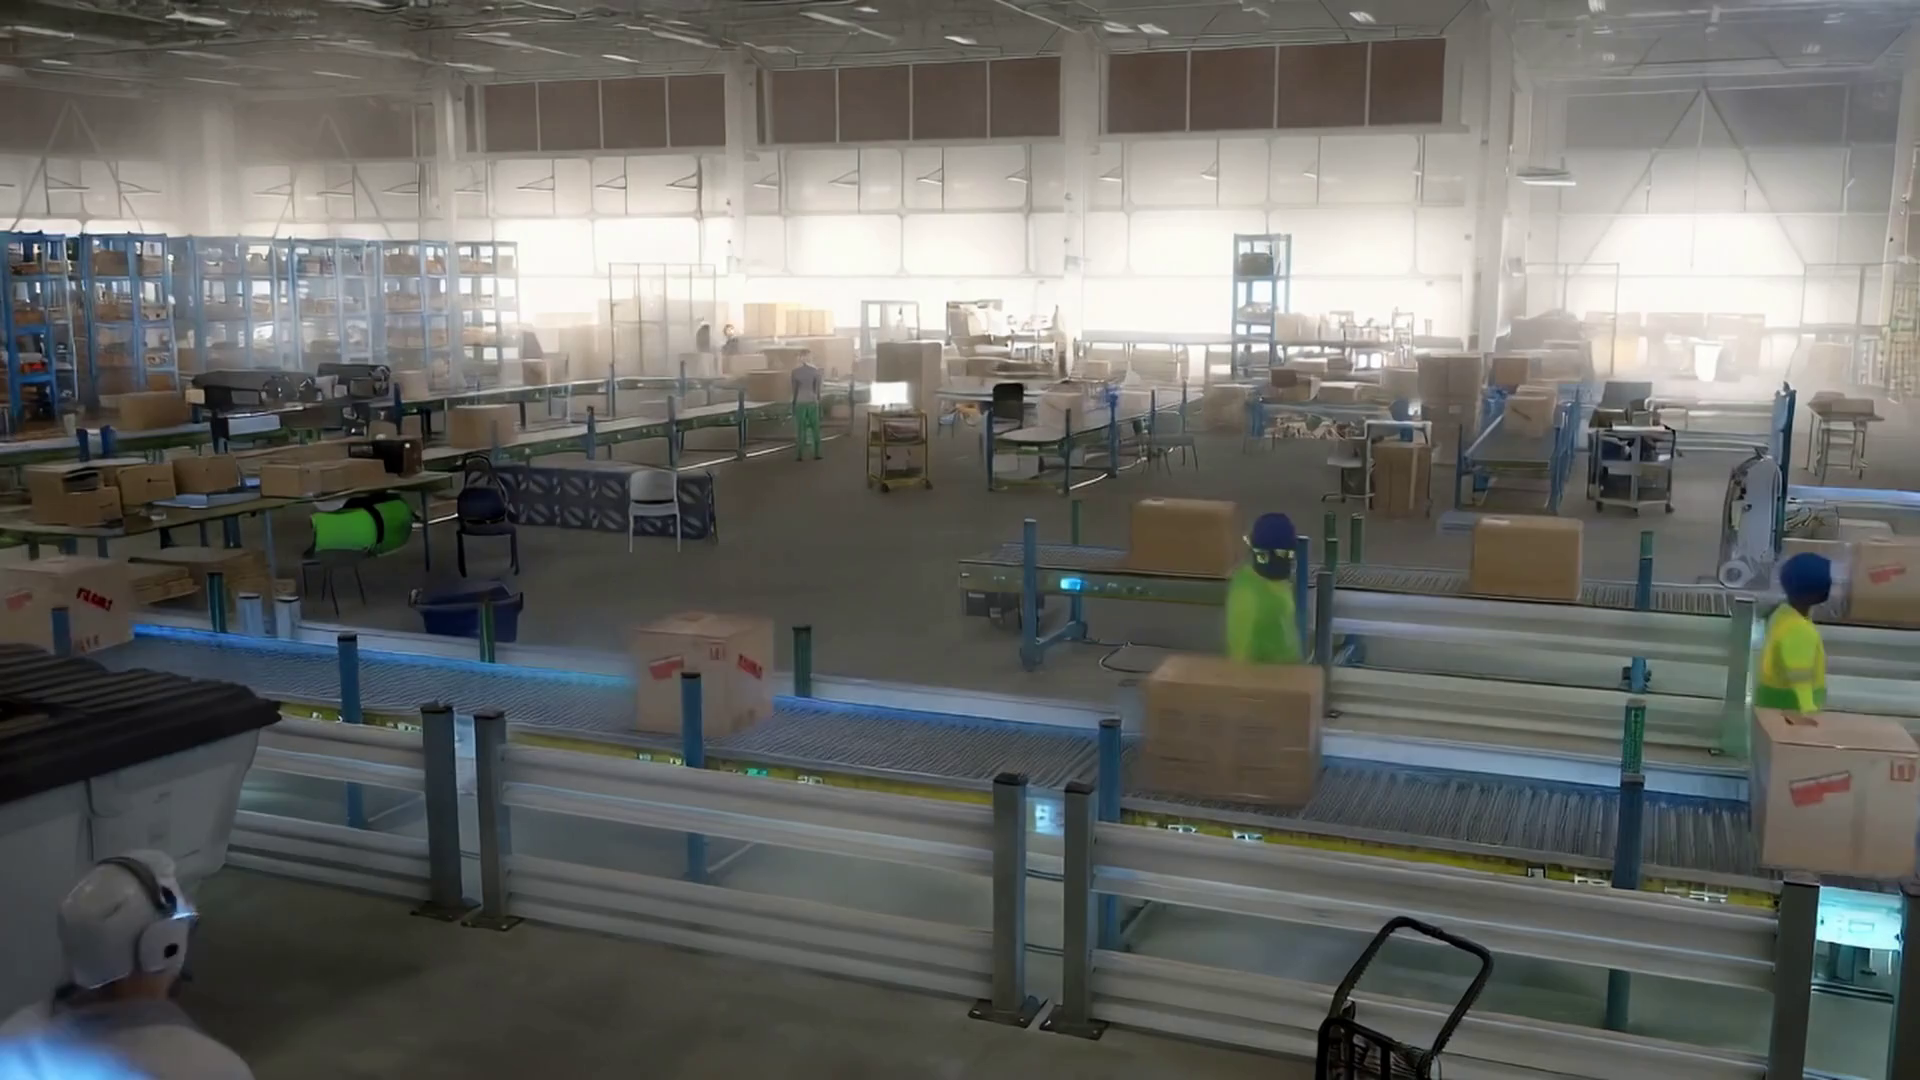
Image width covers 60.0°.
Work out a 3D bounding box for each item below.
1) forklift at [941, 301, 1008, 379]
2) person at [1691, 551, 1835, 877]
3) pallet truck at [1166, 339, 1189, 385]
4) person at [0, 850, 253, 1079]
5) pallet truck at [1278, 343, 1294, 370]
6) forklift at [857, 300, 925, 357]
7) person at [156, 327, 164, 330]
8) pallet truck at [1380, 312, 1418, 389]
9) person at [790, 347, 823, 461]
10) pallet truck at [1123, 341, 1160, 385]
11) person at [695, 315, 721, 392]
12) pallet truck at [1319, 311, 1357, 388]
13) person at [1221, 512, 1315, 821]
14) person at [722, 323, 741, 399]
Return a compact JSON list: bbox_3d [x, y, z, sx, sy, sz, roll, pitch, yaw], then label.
[{"bbox_3d":[0.365,-4.966,41.571,1.157,1.987,2.680,3,10,20],"label":"forklift"},{"bbox_3d":[4.089,0.867,8.212,0.887,1.649,0.543,4,10,24],"label":"person"},{"bbox_3d":[5.418,-4.269,40.420,0.704,1.261,1.522,3,10,20],"label":"pallet truck"},{"bbox_3d":[-1.606,1.547,3.347,0.658,1.888,0.543,4,10,22],"label":"person"},{"bbox_3d":[7.886,-4.163,39.743,0.653,1.274,1.630,4,10,22],"label":"pallet truck"},{"bbox_3d":[-1.732,-5.109,42.468,1.157,1.987,2.680,4,10,22],"label":"forklift"},{"bbox_3d":[-17.916,-4.023,37.308,0.571,1.832,0.398,-5,11,-29],"label":"person"},{"bbox_3d":[10.207,-4.283,38.369,0.823,1.965,1.885,3,10,20],"label":"pallet truck"},{"bbox_3d":[-2.396,-2.116,25.942,0.524,1.768,0.311,-3,10,-20],"label":"person"},{"bbox_3d":[4.445,-4.380,41.279,0.680,1.201,1.601,4,10,22],"label":"pallet truck"},{"bbox_3d":[-6.111,-4.436,39.713,0.836,1.863,0.665,-4,10,-24],"label":"person"},{"bbox_3d":[9.071,-4.419,39.190,0.823,1.965,1.885,5,10,26],"label":"pallet truck"},{"bbox_3d":[1.622,0.740,8.560,0.915,1.782,0.609,4,10,25],"label":"person"},{"bbox_3d":[-4.914,-3.695,35.379,0.641,1.810,0.605,-5,11,-27],"label":"person"}]
